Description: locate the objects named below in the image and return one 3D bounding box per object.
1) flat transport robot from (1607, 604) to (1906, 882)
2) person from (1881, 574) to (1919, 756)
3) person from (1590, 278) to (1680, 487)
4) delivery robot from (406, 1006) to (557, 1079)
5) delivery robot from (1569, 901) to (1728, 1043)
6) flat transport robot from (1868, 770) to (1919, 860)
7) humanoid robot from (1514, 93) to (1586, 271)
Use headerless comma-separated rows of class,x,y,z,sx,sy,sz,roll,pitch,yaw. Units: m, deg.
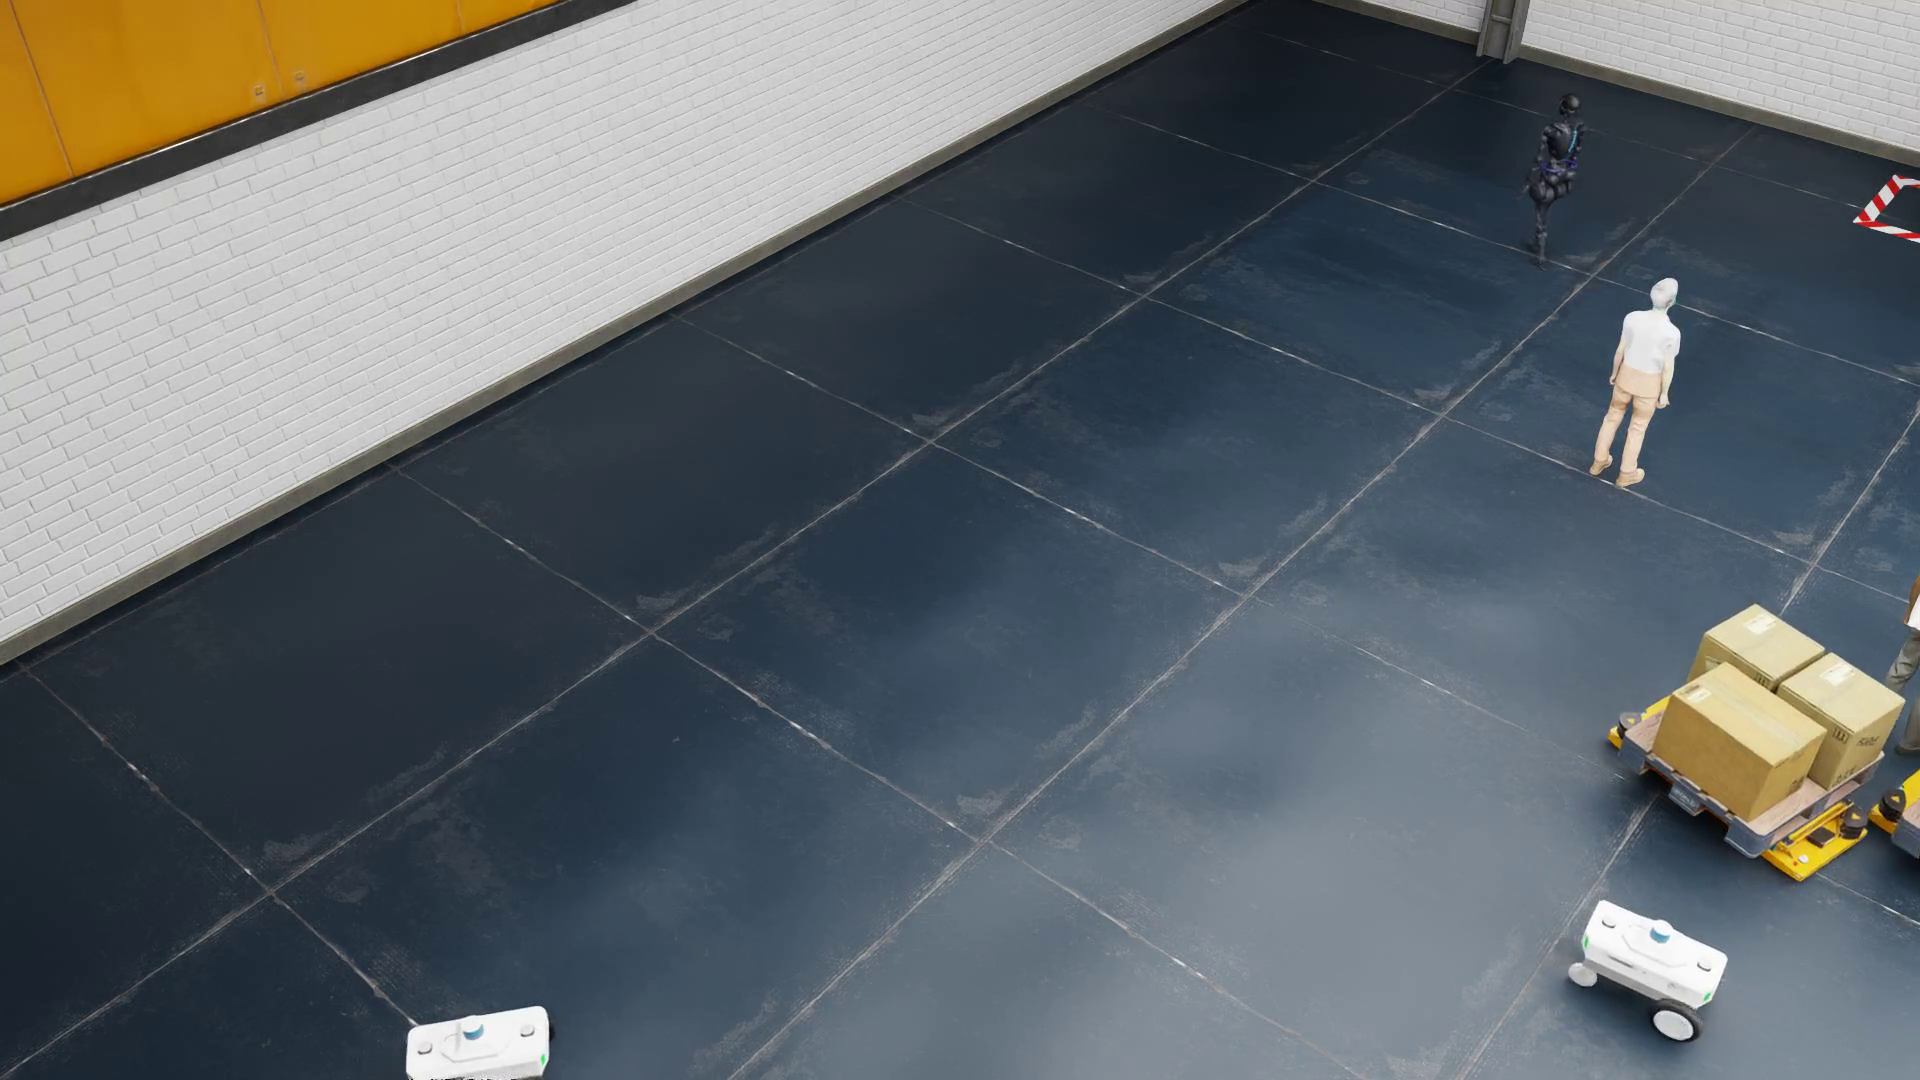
flat transport robot,4.866,1.493,10.433,0.659,0.231,1.431,-22,44,-25
person,6.092,0.574,10.319,0.389,1.844,0.562,-16,41,-19
person,5.149,-1.197,12.591,0.319,1.750,0.482,-29,47,-31
delivery robot,-2.467,2.710,8.710,0.791,0.614,0.499,-7,39,-9
delivery robot,3.819,2.339,9.166,0.799,0.608,0.499,23,44,26
flat transport robot,6.294,1.893,9.936,0.659,0.231,1.431,-25,45,-28
humanoid robot,5.405,-3.322,15.297,0.599,1.642,0.580,-18,42,-21
